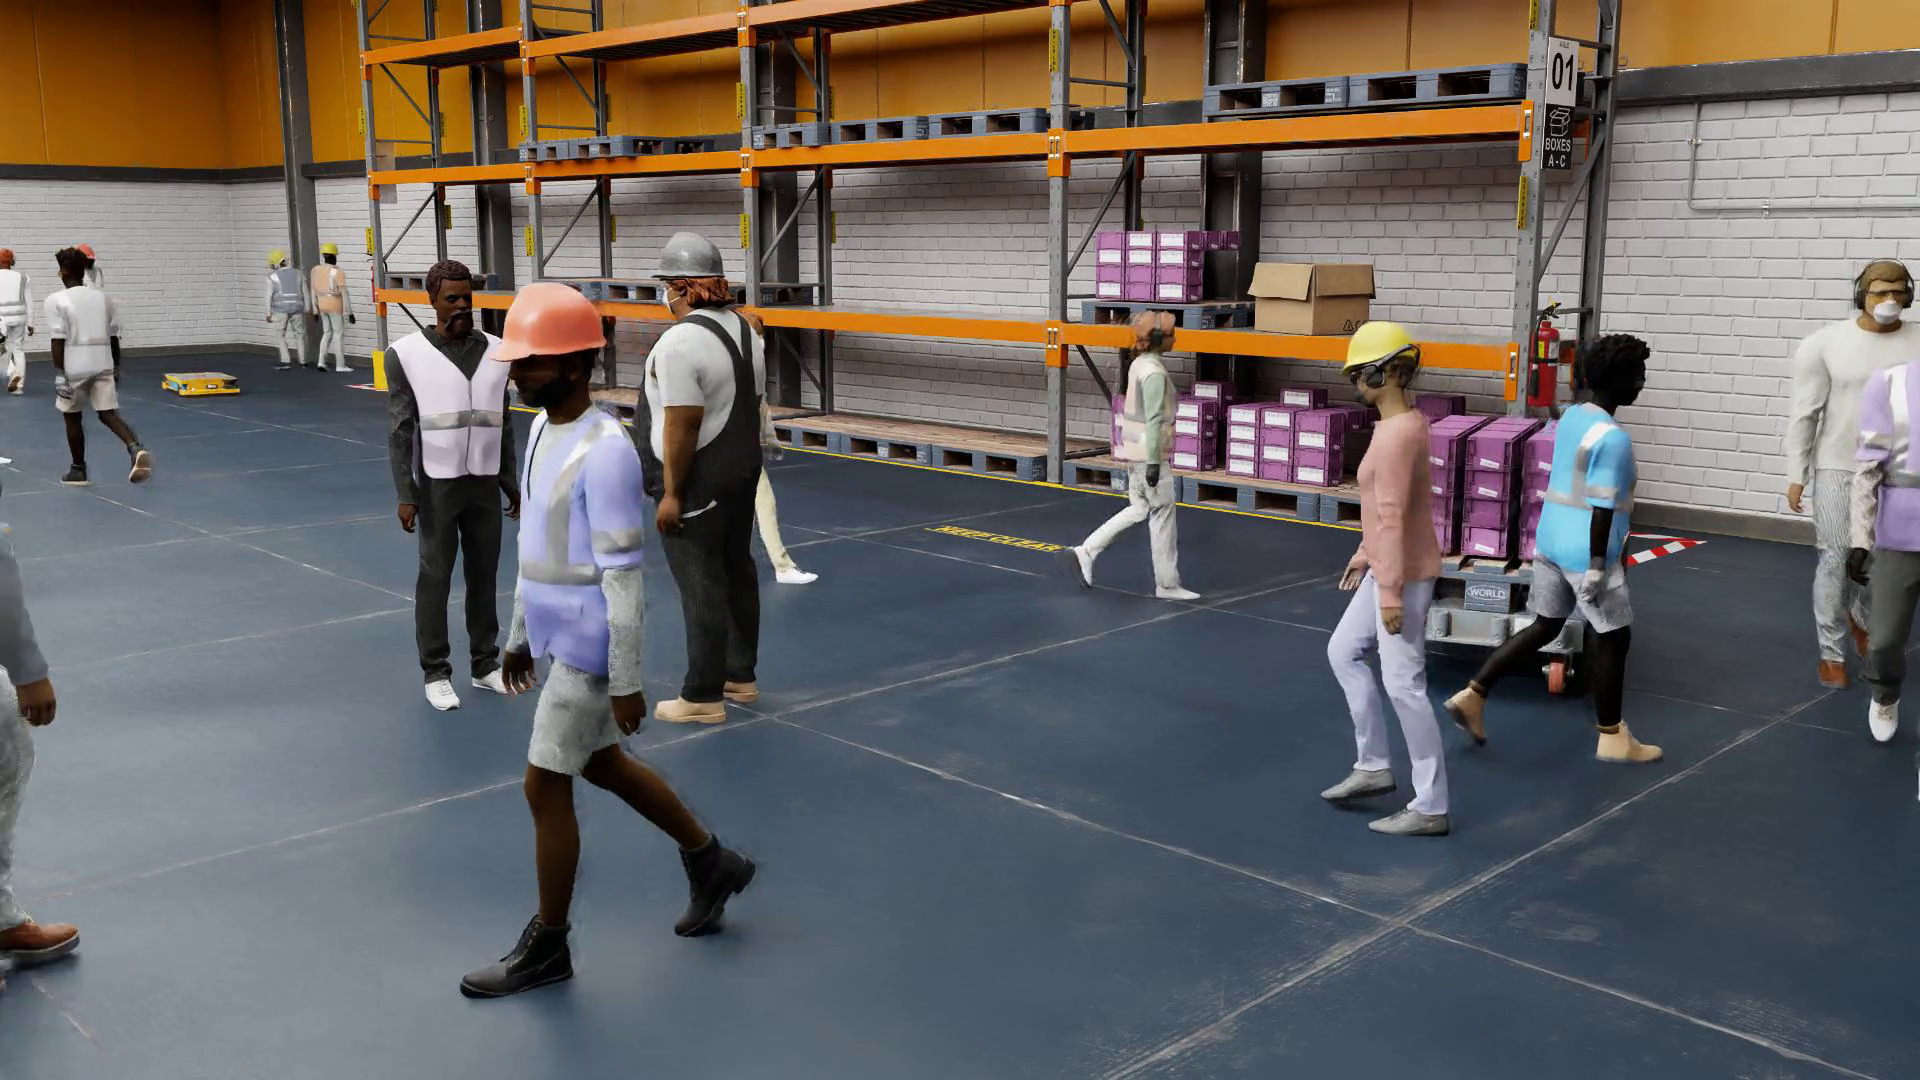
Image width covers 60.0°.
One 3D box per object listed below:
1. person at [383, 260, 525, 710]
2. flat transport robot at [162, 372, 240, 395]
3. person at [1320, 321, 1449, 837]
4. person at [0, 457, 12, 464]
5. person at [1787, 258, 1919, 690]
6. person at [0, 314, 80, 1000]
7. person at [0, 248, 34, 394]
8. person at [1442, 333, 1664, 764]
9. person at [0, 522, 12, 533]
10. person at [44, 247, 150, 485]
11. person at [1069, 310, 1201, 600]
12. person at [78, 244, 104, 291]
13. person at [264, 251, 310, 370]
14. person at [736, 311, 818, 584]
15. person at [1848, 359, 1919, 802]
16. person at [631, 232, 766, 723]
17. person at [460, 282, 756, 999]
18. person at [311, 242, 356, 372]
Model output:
[{"bbox_3d":[-2.180,-0.244,7.209,0.382,1.918,0.596,9,14,41],"label":"person"},{"bbox_3d":[-9.756,-2.013,21.351,0.652,0.197,1.431,-7,13,-35],"label":"flat transport robot"},{"bbox_3d":[1.477,0.127,5.687,0.530,1.728,0.544,4,11,20],"label":"person"},{"bbox_3d":[-8.622,-1.565,14.565,0.327,1.865,0.517,1,10,3],"label":"person"},{"bbox_3d":[4.039,-0.290,7.452,0.642,1.926,0.477,3,11,18],"label":"person"},{"bbox_3d":[-2.597,0.286,4.343,0.687,1.909,0.709,10,14,43],"label":"person"},{"bbox_3d":[-12.059,-2.769,21.116,0.596,1.866,0.495,-10,14,-43],"label":"person"},{"bbox_3d":[2.294,0.043,6.343,0.786,1.668,0.567,0,10,-2],"label":"person"},{"bbox_3d":[-6.652,-0.955,10.954,0.644,1.972,0.642,1,10,7],"label":"person"},{"bbox_3d":[-6.969,-1.381,13.383,0.839,1.940,0.610,6,12,28],"label":"person"},{"bbox_3d":[0.981,-0.462,9.218,0.655,1.625,0.517,-1,10,-5],"label":"person"},{"bbox_3d":[-12.497,-3.286,23.858,0.620,1.888,0.558,6,12,29],"label":"person"},{"bbox_3d":[-10.155,-3.456,25.134,0.652,1.792,0.440,-9,14,-41],"label":"person"},{"bbox_3d":[-1.277,-0.540,9.703,0.845,1.592,0.510,1,10,6],"label":"person"},{"bbox_3d":[3.601,-0.036,6.139,0.580,1.906,0.824,5,12,26],"label":"person"},{"bbox_3d":[-1.116,-0.262,6.971,0.536,2.000,0.684,4,11,20],"label":"person"},{"bbox_3d":[-0.965,0.265,4.512,0.744,1.936,0.553,-5,12,-27],"label":"person"},{"bbox_3d":[-9.288,-3.428,24.585,0.632,1.927,0.392,4,11,22],"label":"person"}]
